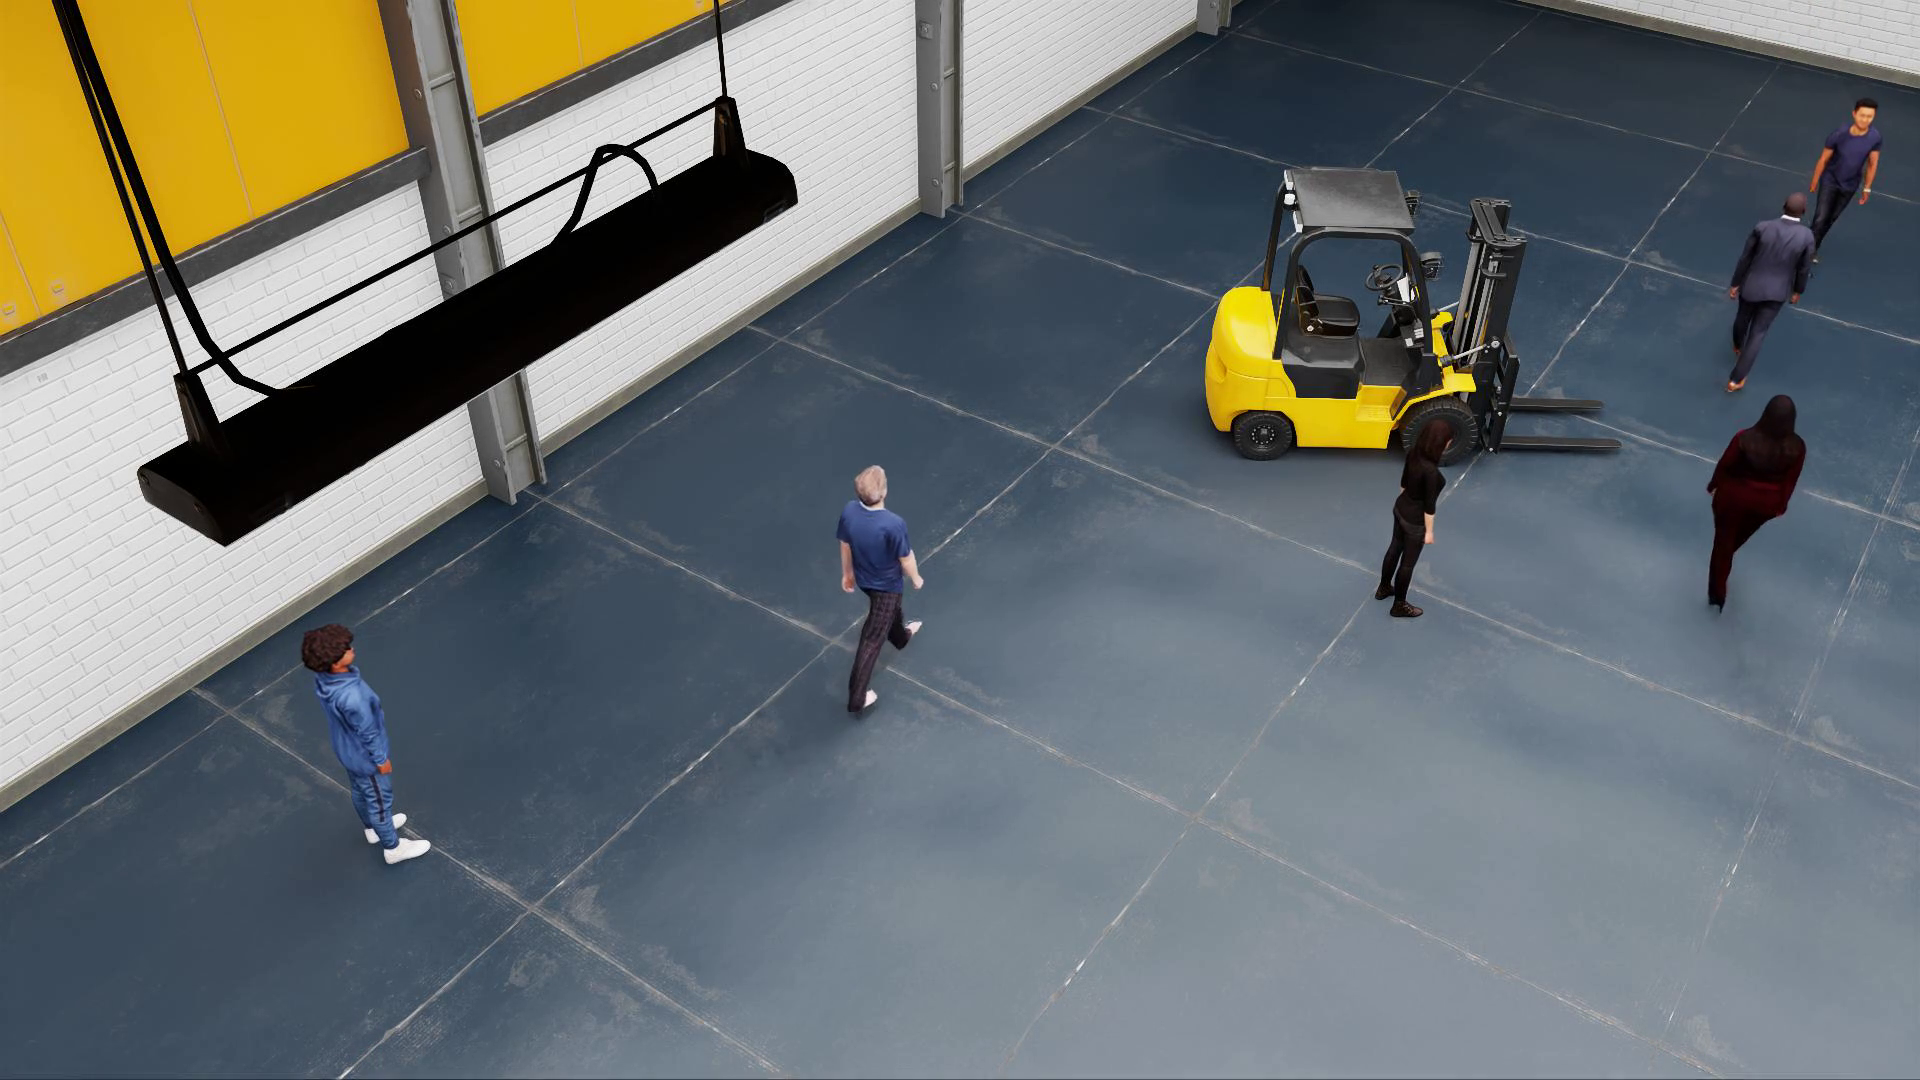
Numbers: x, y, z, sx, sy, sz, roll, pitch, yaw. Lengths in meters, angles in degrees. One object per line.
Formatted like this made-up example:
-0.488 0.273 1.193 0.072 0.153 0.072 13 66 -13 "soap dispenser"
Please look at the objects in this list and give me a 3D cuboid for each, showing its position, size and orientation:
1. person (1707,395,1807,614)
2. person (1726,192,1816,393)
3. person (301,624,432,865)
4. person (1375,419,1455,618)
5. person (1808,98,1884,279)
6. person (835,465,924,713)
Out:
5.696 -0.210 12.003 0.955 1.712 1.169 7 39 9 "person"
6.892 -2.087 14.296 0.697 1.782 1.112 23 44 26 "person"
-3.649 1.235 10.113 0.659 1.811 0.726 -29 47 -31 "person"
3.261 -0.166 12.006 0.701 1.639 0.655 -9 39 -11 "person"
8.463 -3.454 16.026 0.886 1.760 1.077 7 39 8 "person"
-0.593 0.366 11.199 0.689 1.814 1.204 25 45 28 "person"
